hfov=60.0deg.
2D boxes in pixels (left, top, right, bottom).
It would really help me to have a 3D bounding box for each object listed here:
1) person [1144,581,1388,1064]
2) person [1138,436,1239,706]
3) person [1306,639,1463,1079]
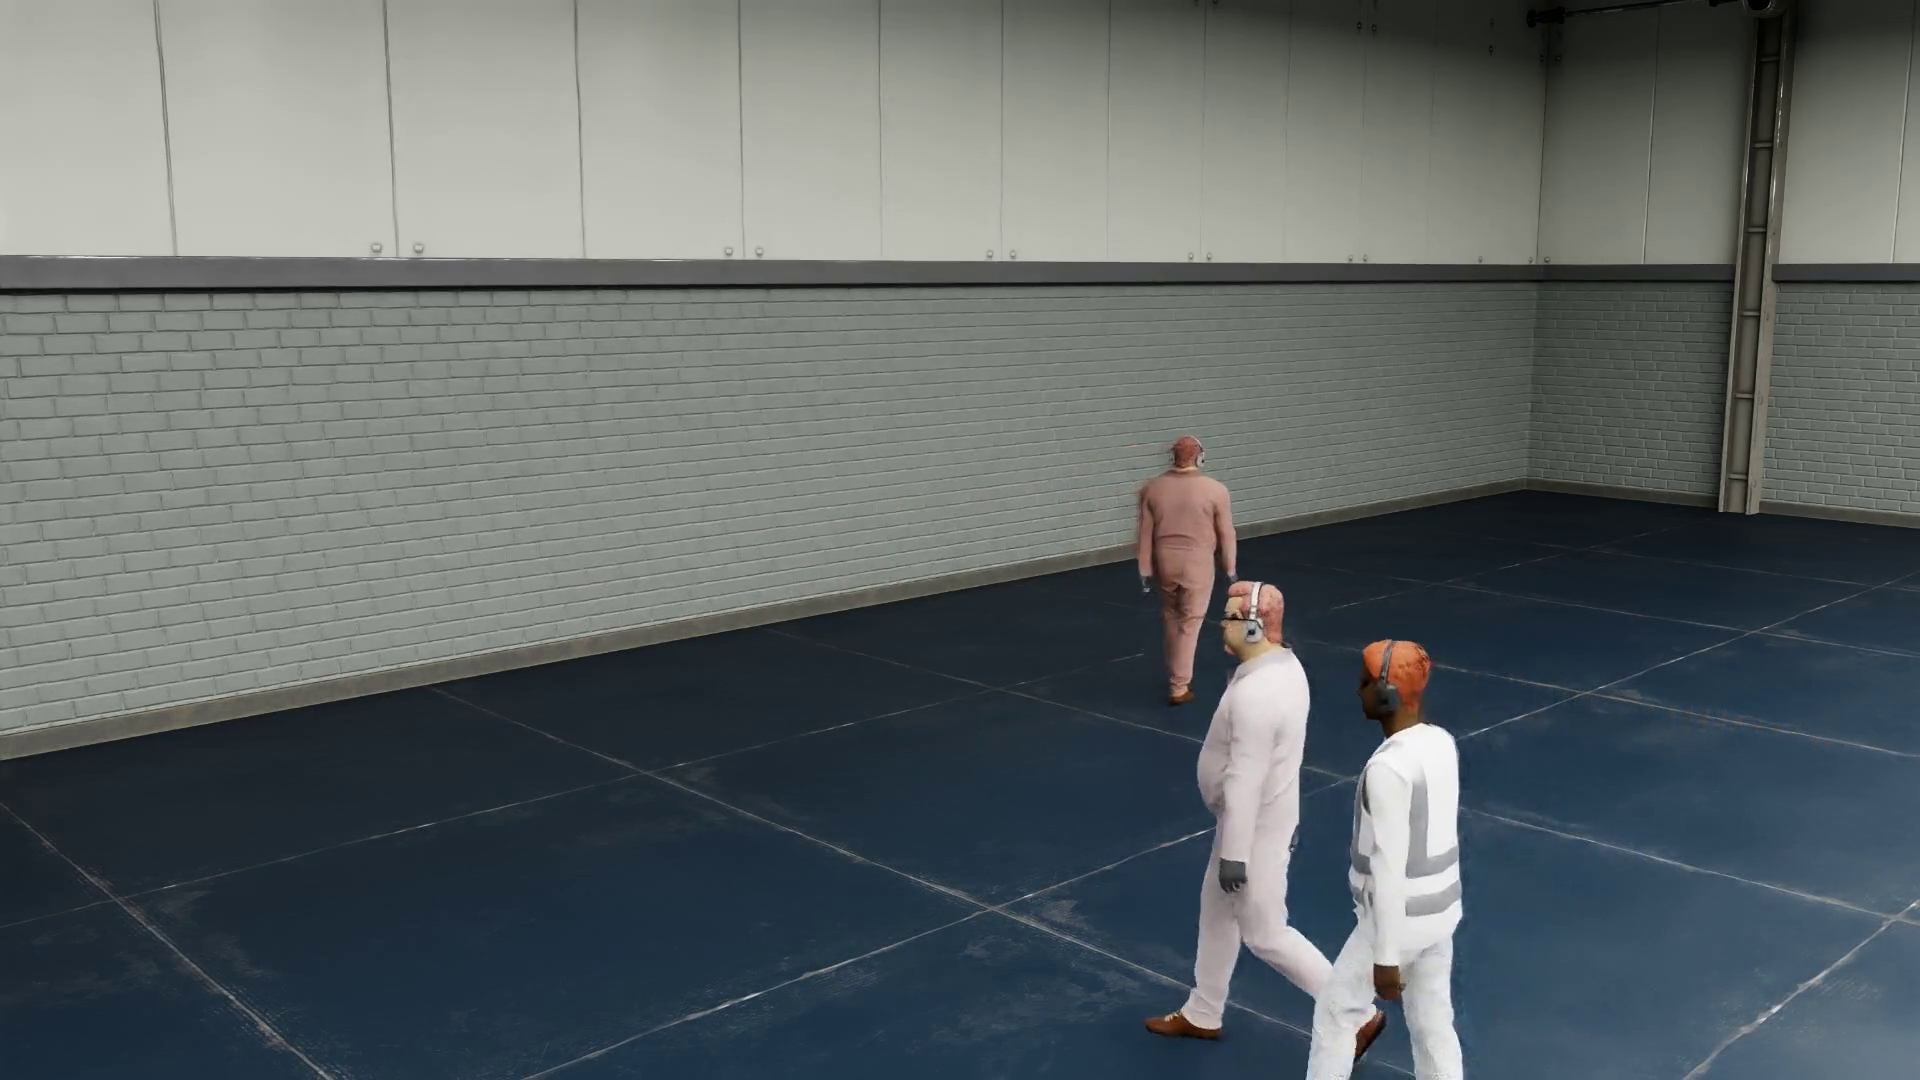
[{"bbox_3d":[1.181,1.085,6.347,0.883,1.879,0.646,3,10,17],"label":"person"},{"bbox_3d":[1.658,0.195,11.861,0.657,1.873,0.865,5,11,30],"label":"person"},{"bbox_3d":[1.348,1.230,5.512,0.856,1.848,0.594,8,12,39],"label":"person"}]
